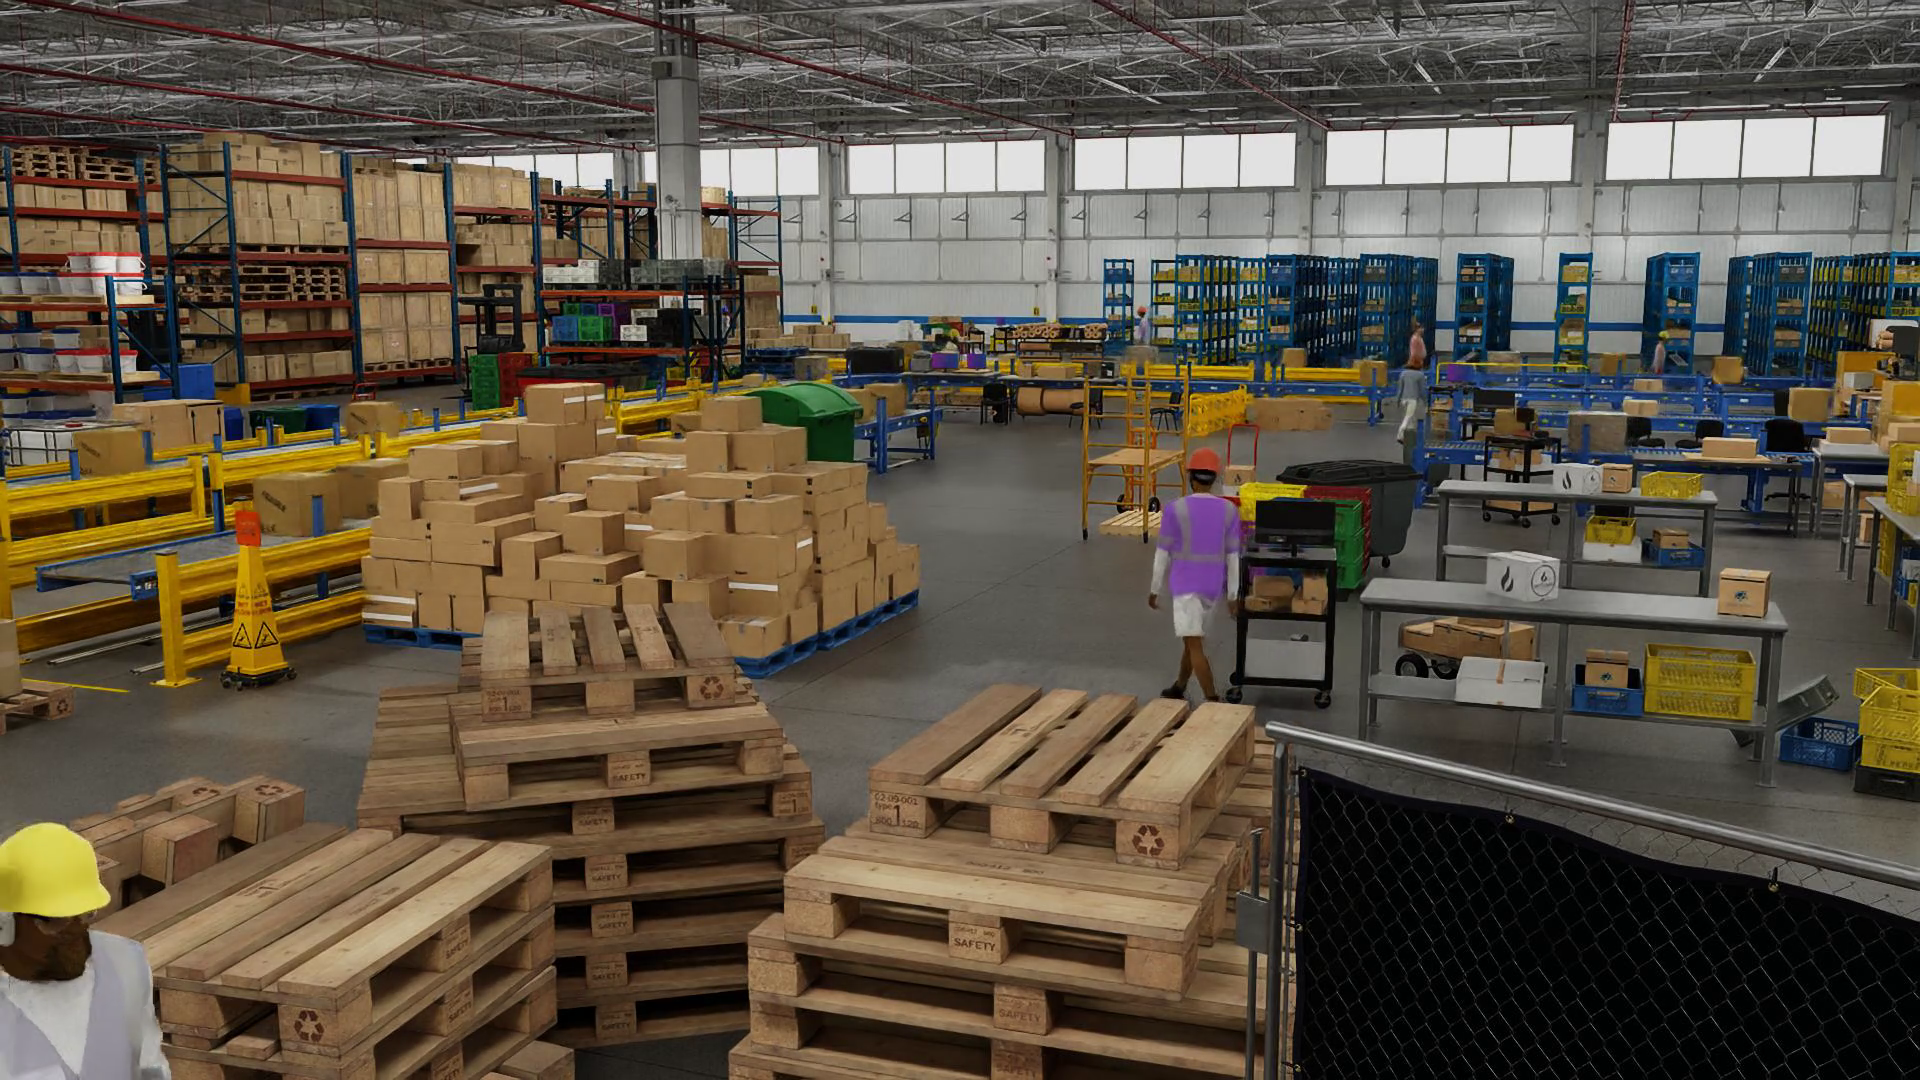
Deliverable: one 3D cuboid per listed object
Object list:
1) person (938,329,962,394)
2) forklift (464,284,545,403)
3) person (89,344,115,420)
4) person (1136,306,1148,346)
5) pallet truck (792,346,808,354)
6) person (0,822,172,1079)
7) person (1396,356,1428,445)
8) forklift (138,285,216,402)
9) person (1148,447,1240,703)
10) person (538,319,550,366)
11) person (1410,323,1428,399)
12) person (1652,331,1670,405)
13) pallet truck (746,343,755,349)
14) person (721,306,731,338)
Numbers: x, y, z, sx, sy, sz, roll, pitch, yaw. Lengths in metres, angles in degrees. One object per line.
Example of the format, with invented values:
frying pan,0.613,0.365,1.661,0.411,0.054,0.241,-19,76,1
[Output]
person,-0.237,-3.980,38.456,0.773,1.809,0.600,1,9,8
forklift,-10.832,-4.702,39.610,1.129,2.768,1.873,3,10,20
person,-14.416,-2.356,27.997,0.645,1.889,0.576,4,10,22
person,5.861,-6.540,53.804,0.420,2.032,0.632,0,9,1
pallet truck,-3.705,-4.298,42.022,0.653,1.274,1.630,3,10,20
person,-2.103,1.524,3.838,0.504,1.818,0.616,5,11,31
person,8.079,-2.496,29.815,0.860,1.590,0.492,-6,11,-35
forklift,-17.480,-4.200,36.461,1.873,2.768,1.129,3,10,19
person,1.621,0.318,11.250,0.572,1.878,1.004,-3,10,-19
person,-12.277,-5.648,49.044,0.312,1.767,0.533,-5,10,-27
person,11.200,-4.406,40.920,0.941,1.869,0.654,4,10,22
person,16.298,-4.028,38.957,0.567,1.751,0.524,5,11,31
pallet truck,-6.183,-4.618,44.264,1.601,1.201,0.680,-9,12,-43
person,-8.321,-7.300,58.850,0.399,1.943,0.615,5,10,27
